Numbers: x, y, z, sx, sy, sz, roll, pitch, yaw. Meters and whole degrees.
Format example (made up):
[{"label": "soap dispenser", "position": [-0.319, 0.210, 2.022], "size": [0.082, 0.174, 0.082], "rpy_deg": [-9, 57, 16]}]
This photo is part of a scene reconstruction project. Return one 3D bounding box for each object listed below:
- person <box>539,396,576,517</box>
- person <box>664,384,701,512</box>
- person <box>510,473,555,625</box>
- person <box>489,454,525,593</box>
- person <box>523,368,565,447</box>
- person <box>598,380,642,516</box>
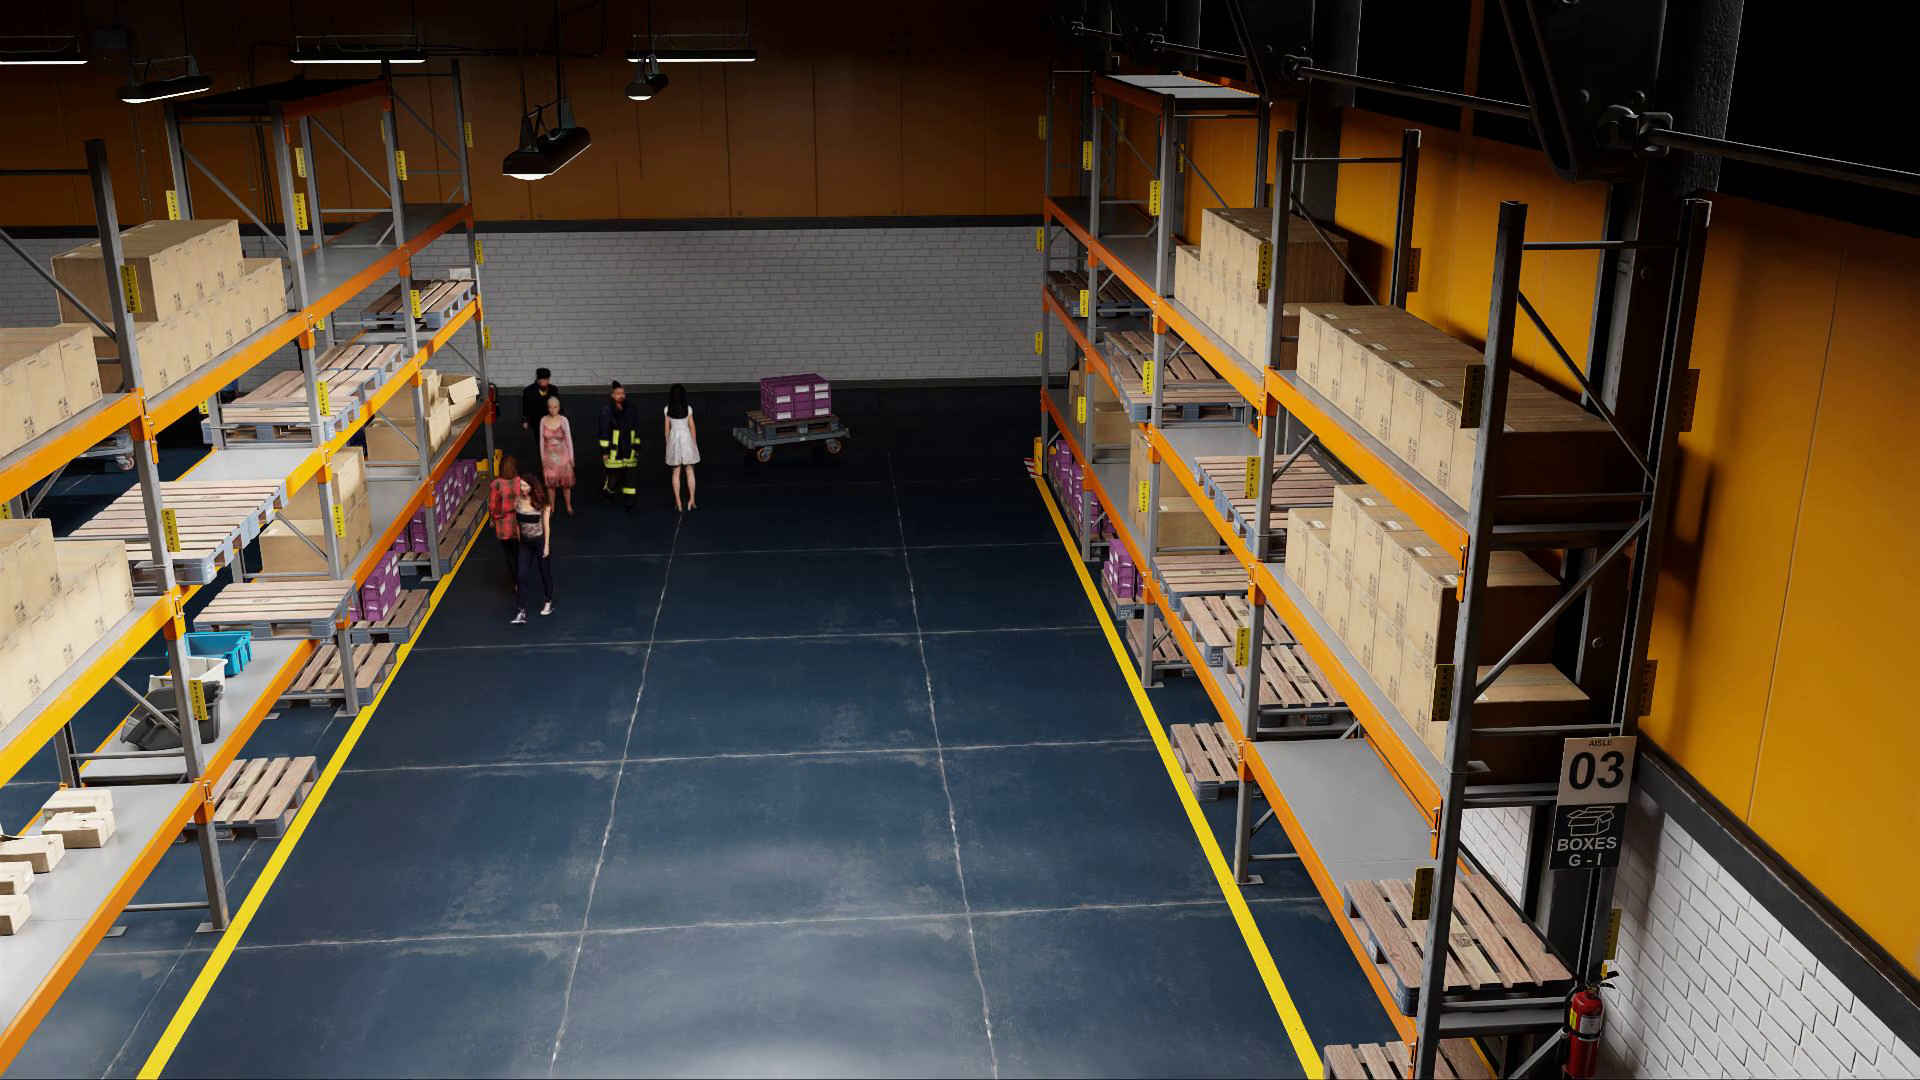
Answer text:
[{"label": "person", "position": [-5.511, -1.145, 22.697], "size": [0.612, 1.685, 0.600], "rpy_deg": [-3, 19, -7]}, {"label": "person", "position": [-3.850, -1.278, 22.951], "size": [0.634, 1.774, 0.614], "rpy_deg": [-1, 19, -4]}, {"label": "person", "position": [-4.812, 0.058, 19.040], "size": [0.775, 1.739, 1.098], "rpy_deg": [3, 19, 8]}, {"label": "person", "position": [-5.307, -0.155, 19.774], "size": [0.809, 1.674, 0.958], "rpy_deg": [-10, 21, -28]}, {"label": "person", "position": [-6.172, -1.732, 24.530], "size": [0.963, 1.628, 1.067], "rpy_deg": [-12, 22, -31]}, {"label": "person", "position": [-4.692, -1.278, 22.845], "size": [0.952, 1.843, 1.035], "rpy_deg": [-11, 21, -29]}]
